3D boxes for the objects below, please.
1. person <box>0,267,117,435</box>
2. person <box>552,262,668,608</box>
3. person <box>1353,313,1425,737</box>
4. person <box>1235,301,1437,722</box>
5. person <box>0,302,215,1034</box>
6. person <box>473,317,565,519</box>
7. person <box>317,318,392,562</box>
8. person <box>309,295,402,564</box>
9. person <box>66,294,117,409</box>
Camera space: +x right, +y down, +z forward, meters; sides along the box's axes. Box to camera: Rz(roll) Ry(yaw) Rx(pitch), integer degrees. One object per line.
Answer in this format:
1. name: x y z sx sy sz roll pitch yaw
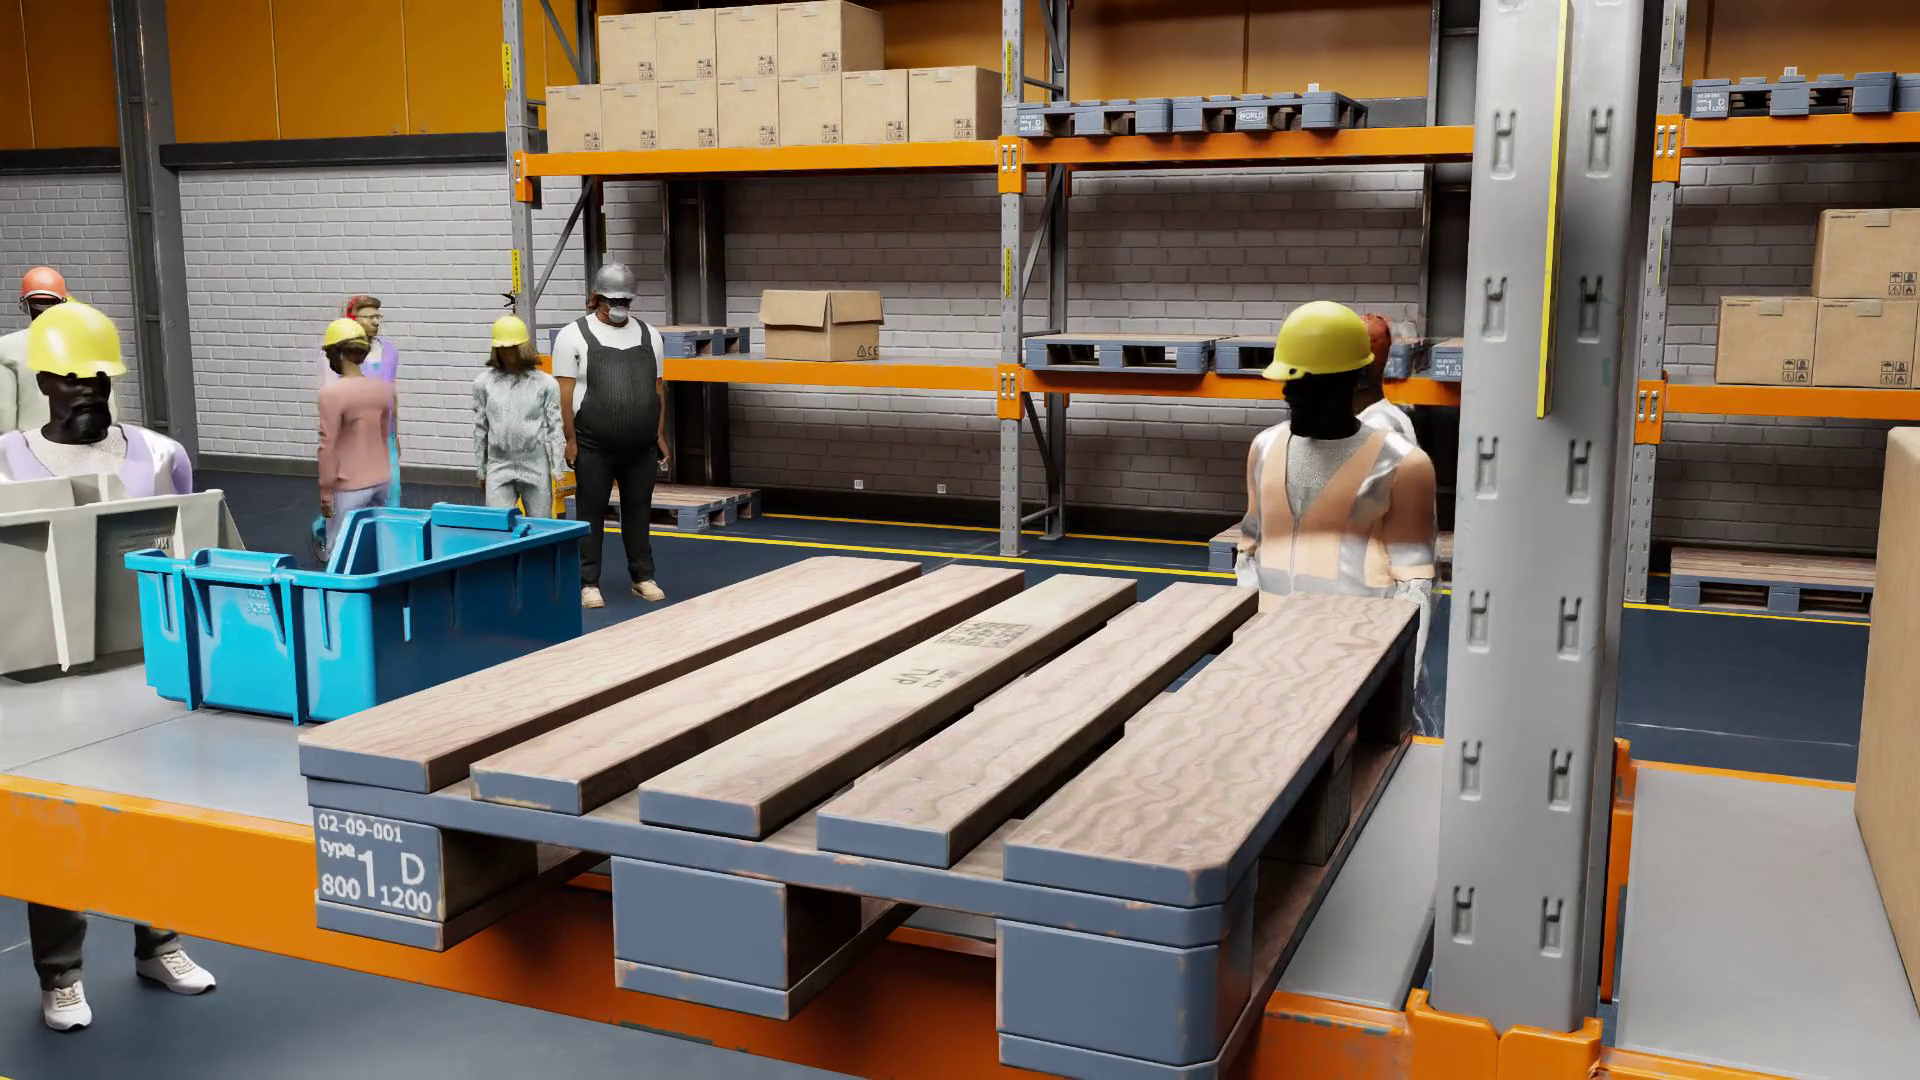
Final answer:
1. person: -5.094 -0.534 9.406 0.608 1.996 0.378 -6 11 -32
2. person: -2.013 -0.626 9.821 0.678 2.000 0.537 -6 11 -33
3. person: 1.215 0.203 5.401 0.799 1.852 0.617 3 10 20
4. person: 0.970 0.326 4.477 0.383 1.921 0.585 -9 13 -42
5. person: -2.288 0.339 4.408 0.589 1.919 0.394 -9 13 -44
6. person: -2.480 -0.390 9.380 0.504 1.718 0.455 -1 10 -8
7. person: -3.065 -0.275 8.650 0.556 1.746 0.525 3 10 16
8. person: -3.909 -0.676 10.796 0.735 1.826 0.572 5 11 29
9. person: -5.995 -0.739 11.173 0.577 1.814 0.631 6 11 34
